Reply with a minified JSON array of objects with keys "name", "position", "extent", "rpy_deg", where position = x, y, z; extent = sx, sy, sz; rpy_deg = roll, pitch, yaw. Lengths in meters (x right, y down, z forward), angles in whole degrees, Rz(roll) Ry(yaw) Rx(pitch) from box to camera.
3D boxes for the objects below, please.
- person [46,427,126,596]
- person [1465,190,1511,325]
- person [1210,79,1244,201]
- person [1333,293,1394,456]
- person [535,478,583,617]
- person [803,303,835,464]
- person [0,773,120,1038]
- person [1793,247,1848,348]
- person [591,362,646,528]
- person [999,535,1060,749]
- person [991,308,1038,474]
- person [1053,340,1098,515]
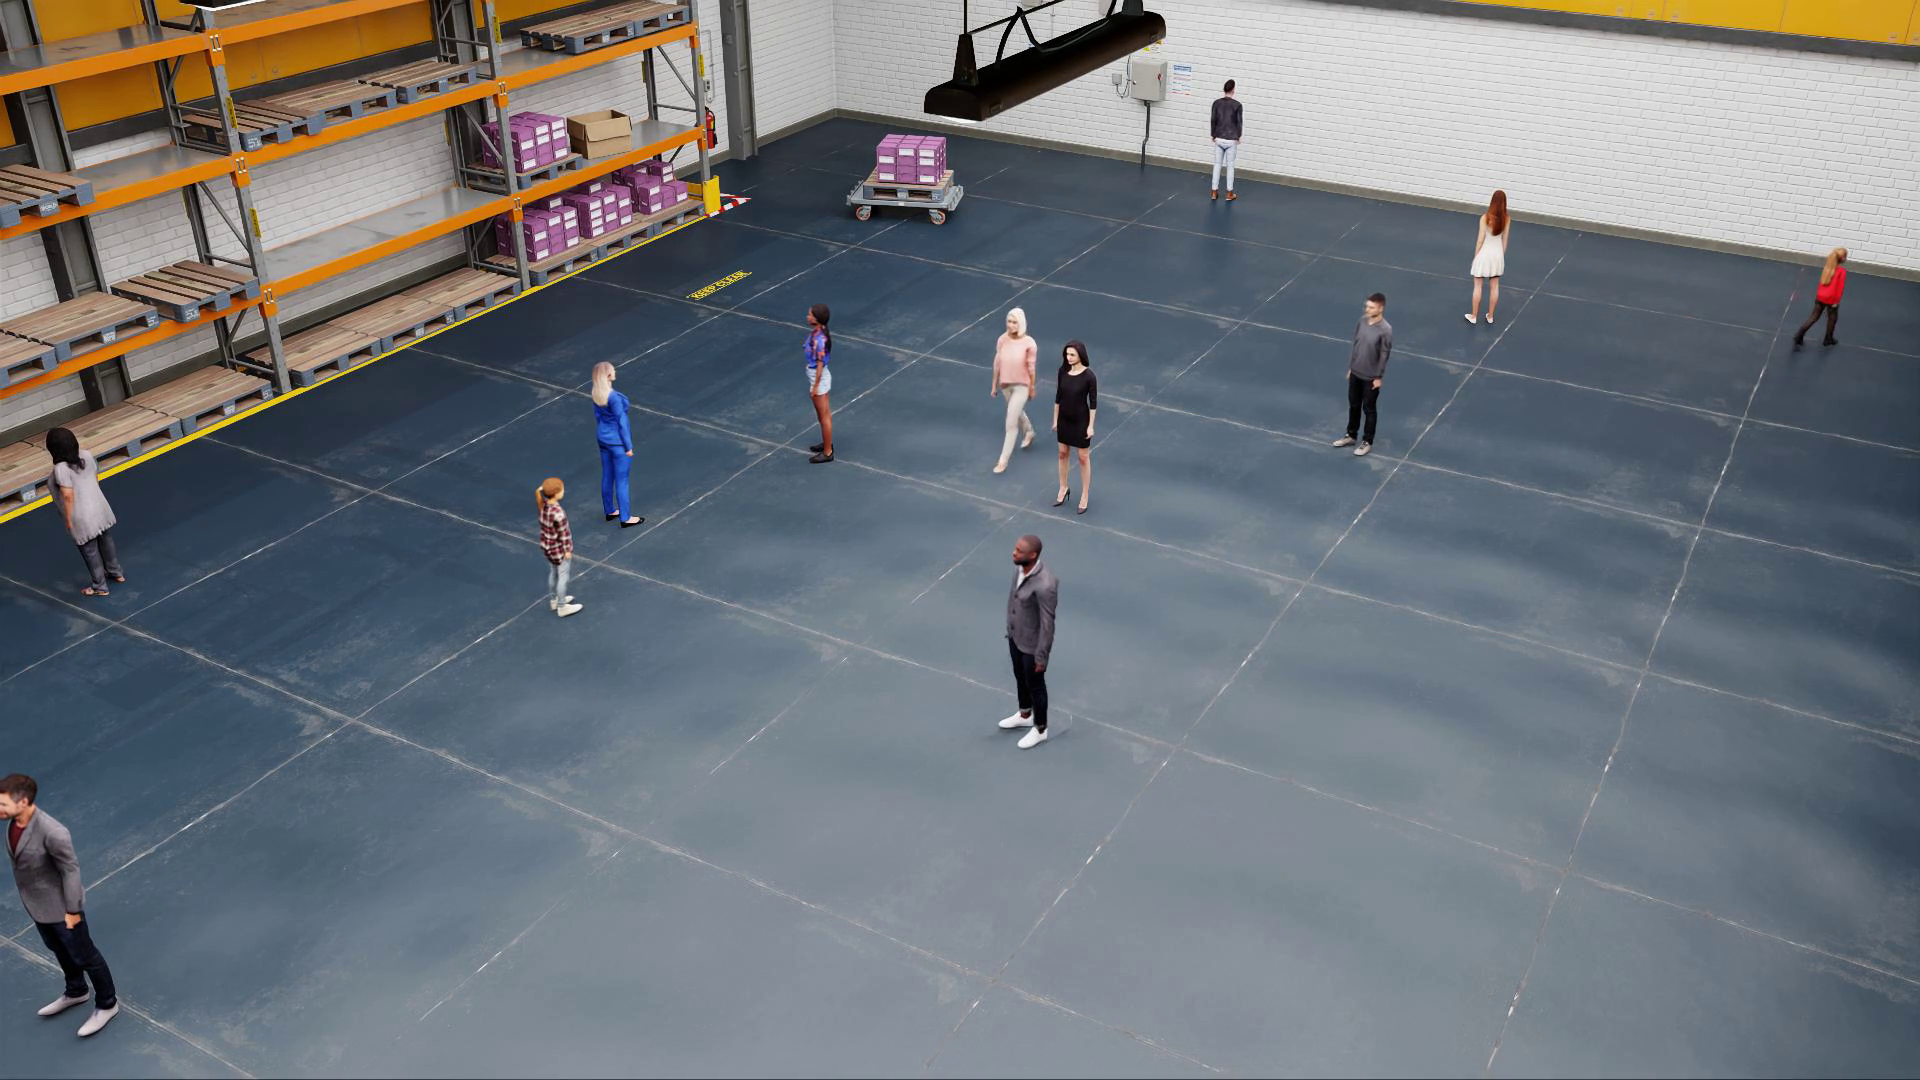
[{"name":"person","position":[-7.911,-0.279,15.018],"extent":[0.785,1.610,0.699],"rpy_deg":[4,29,8]},{"name":"person","position":[6.669,-3.567,20.940],"extent":[0.646,1.711,0.674],"rpy_deg":[-1,29,-3]},{"name":"person","position":[4.083,-6.142,25.530],"extent":[0.669,1.836,0.565],"rpy_deg":[13,31,23]},{"name":"person","position":[4.306,-1.776,17.600],"extent":[0.676,1.765,0.691],"rpy_deg":[-20,34,-32]},{"name":"person","position":[-3.580,0.053,14.731],"extent":[0.585,1.302,0.582],"rpy_deg":[-21,35,-33]},{"name":"person","position":[-1.458,-1.657,17.408],"extent":[0.727,1.741,0.622],"rpy_deg":[-1,29,-1]},{"name":"person","position":[-5.565,2.198,10.200],"extent":[0.670,1.874,0.578],"rpy_deg":[15,32,26]},{"name":"person","position":[10.528,-2.939,20.252],"extent":[0.928,1.267,0.798],"rpy_deg":[-13,31,-22]},{"name":"person","position":[-3.367,-0.936,16.128],"extent":[0.669,1.701,0.630],"rpy_deg":[25,37,38]},{"name":"person","position":[0.552,0.763,12.892],"extent":[0.809,1.816,0.806],"rpy_deg":[-13,31,-22]},{"name":"person","position":[0.613,-1.627,17.419],"extent":[0.599,1.676,1.149],"rpy_deg":[15,32,26]},{"name":"person","position":[1.132,-1.121,16.359],"extent":[0.625,1.803,0.523],"rpy_deg":[19,34,31]}]
